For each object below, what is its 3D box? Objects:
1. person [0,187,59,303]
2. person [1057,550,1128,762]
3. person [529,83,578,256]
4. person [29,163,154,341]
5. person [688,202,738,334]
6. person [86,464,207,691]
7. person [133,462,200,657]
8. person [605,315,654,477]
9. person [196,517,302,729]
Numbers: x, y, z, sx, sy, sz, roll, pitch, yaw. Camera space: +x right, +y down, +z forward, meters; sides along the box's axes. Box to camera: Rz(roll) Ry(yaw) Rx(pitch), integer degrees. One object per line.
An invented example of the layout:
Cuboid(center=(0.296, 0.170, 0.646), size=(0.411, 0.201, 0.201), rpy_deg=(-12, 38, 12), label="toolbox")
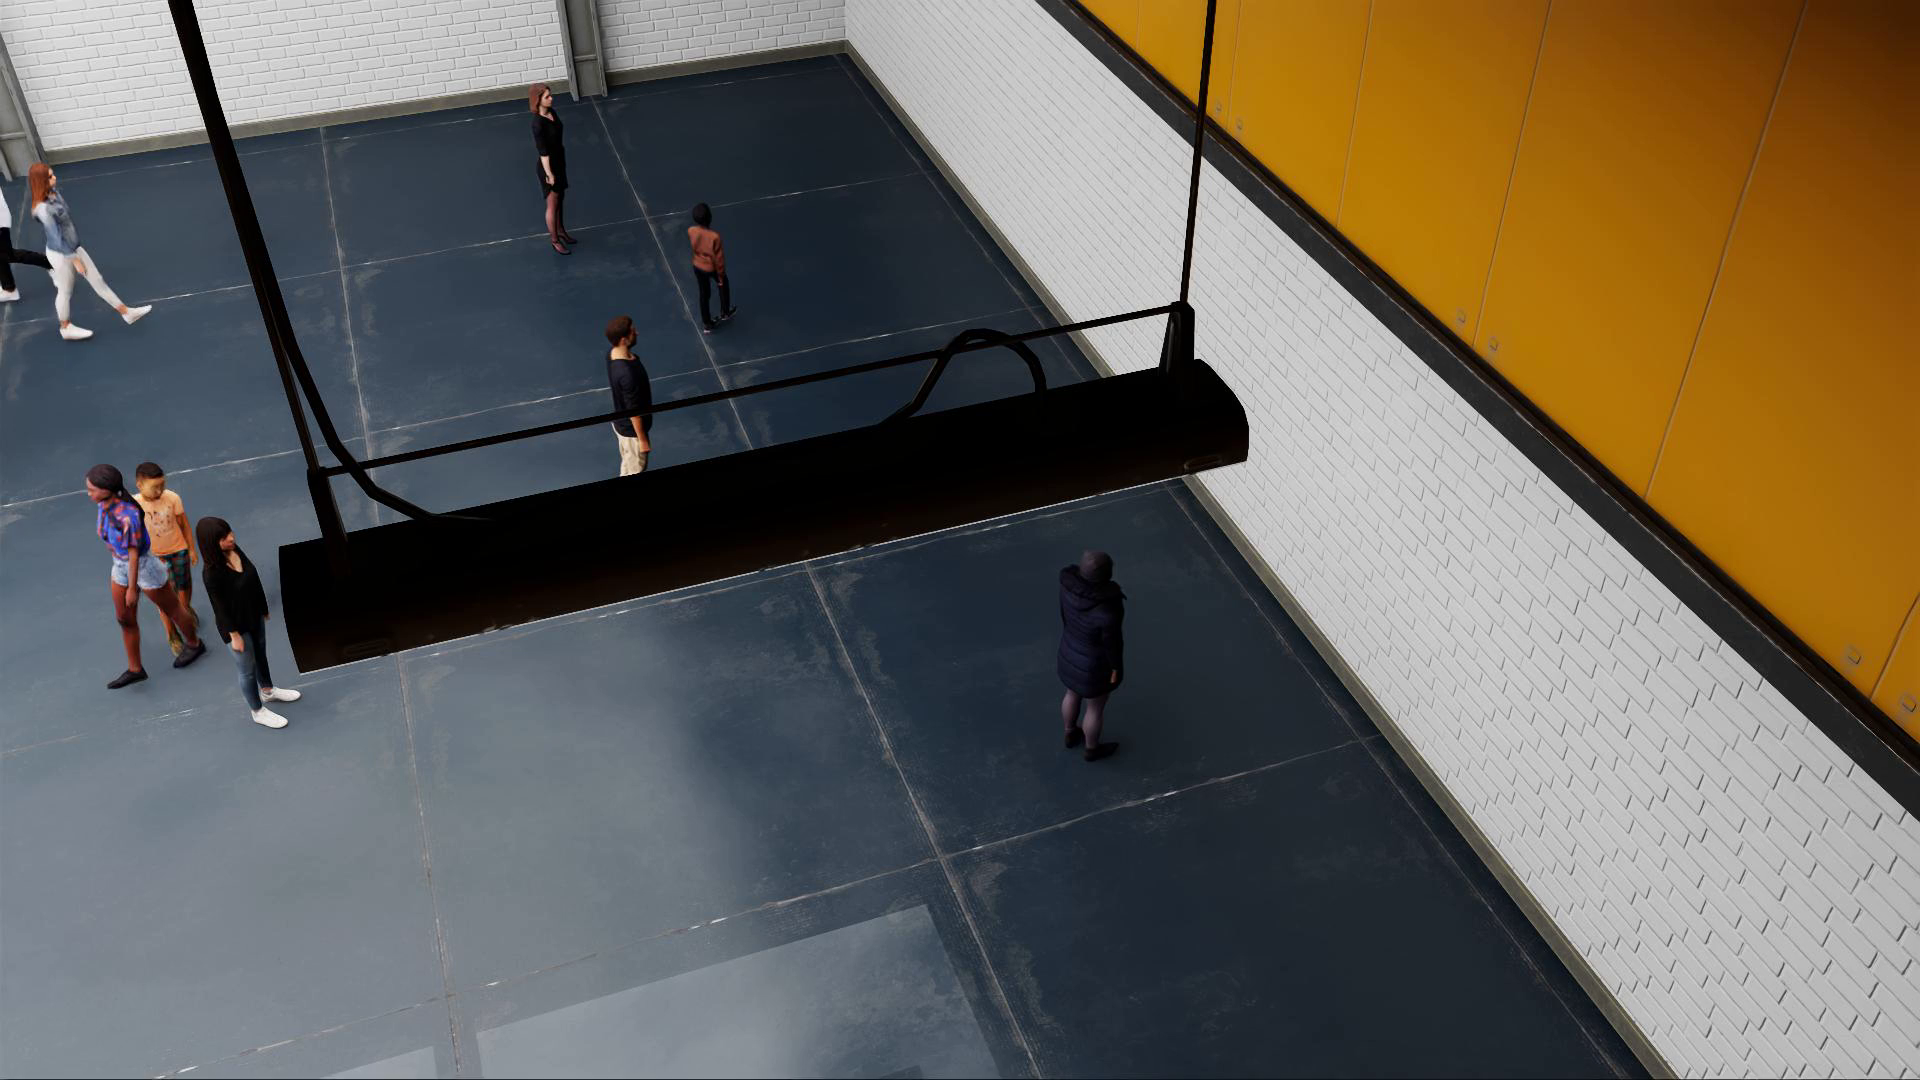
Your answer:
Cuboid(center=(-8.765, -3.001, 15.177), size=(1.049, 1.792, 0.791), rpy_deg=(-22, 44, -25), label="person")
Cuboid(center=(0.823, 0.731, 10.600), size=(0.767, 1.673, 0.760), rpy_deg=(-28, 46, -30), label="person")
Cuboid(center=(-3.921, -3.573, 15.963), size=(0.638, 1.706, 0.654), rpy_deg=(4, 39, 5), label="person")
Cuboid(center=(-7.980, -2.508, 14.658), size=(1.068, 1.669, 0.759), rpy_deg=(-6, 39, -8), label="person")
Cuboid(center=(-2.287, -2.414, 14.881), size=(0.716, 1.243, 0.769), rpy_deg=(13, 40, 16), label="person")
Cuboid(center=(-5.463, 0.179, 11.248), size=(0.910, 1.725, 1.013), rpy_deg=(22, 44, 25), label="person")
Cuboid(center=(-5.564, 0.038, 11.657), size=(0.760, 1.436, 0.716), rpy_deg=(-20, 43, -23), label="person")
Cuboid(center=(-2.464, -0.850, 12.437), size=(0.559, 1.851, 0.645), rpy_deg=(-15, 41, -18), label="person")
Cuboid(center=(-4.713, 0.512, 10.894), size=(0.645, 1.646, 0.645), rpy_deg=(3, 39, 3), label="person")
